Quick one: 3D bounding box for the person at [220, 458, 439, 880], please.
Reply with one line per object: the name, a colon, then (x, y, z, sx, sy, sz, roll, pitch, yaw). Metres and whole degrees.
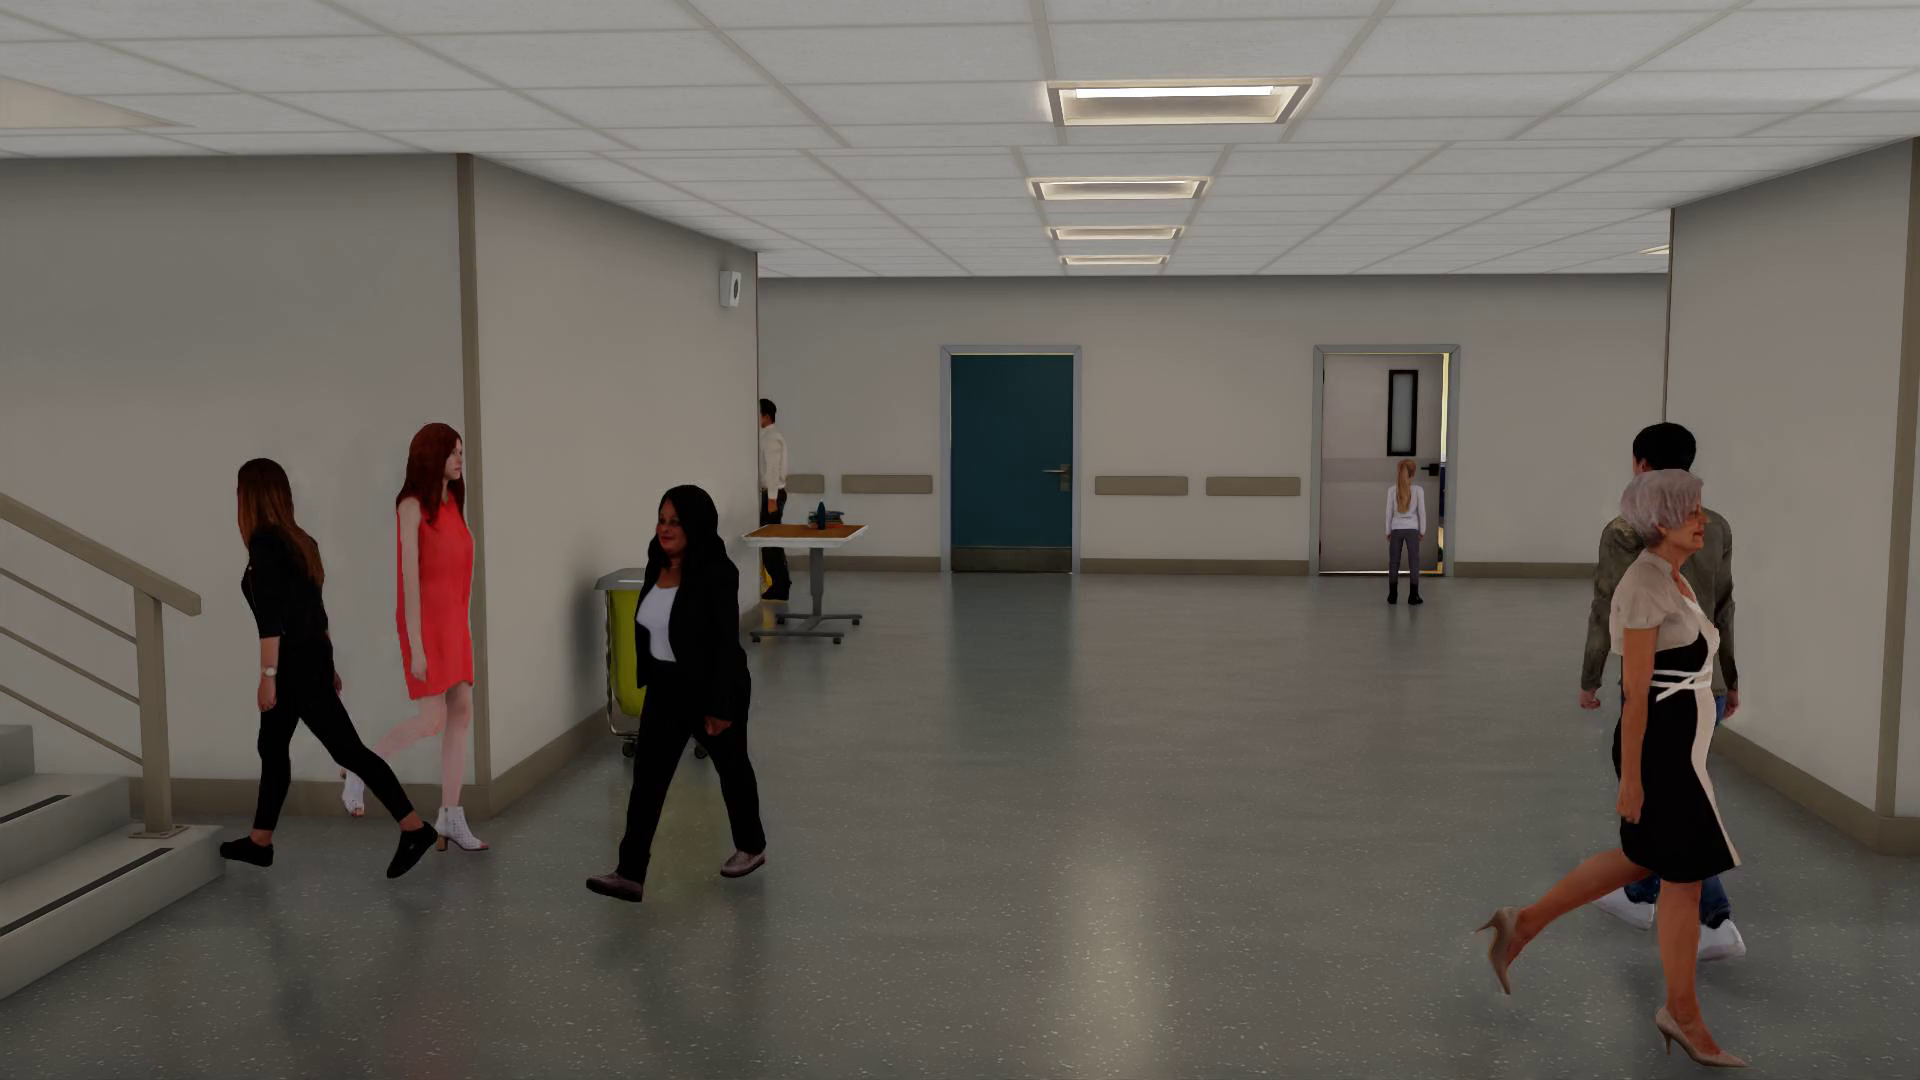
person: (-2.546, 0.534, 6.671, 1.228, 1.658, 0.833, -1, 6, -14)

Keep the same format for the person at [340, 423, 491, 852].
person: (-2.279, 0.430, 6.949, 0.924, 1.809, 0.695, 2, 6, 15)

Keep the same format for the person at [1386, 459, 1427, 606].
person: (3.918, -0.079, 14.652, 0.511, 1.279, 0.612, 2, 6, 23)

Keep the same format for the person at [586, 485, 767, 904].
person: (-0.969, 0.600, 6.461, 1.132, 1.567, 1.023, 3, 7, 31)

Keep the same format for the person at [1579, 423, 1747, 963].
person: (2.478, 0.539, 5.699, 1.125, 1.842, 1.059, -2, 6, -18)

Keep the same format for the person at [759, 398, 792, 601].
person: (-1.582, -0.344, 14.701, 0.692, 1.797, 0.728, 0, 6, -3)

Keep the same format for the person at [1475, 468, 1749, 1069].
person: (1.970, 0.667, 4.961, 1.118, 1.734, 0.899, 3, 7, 30)
